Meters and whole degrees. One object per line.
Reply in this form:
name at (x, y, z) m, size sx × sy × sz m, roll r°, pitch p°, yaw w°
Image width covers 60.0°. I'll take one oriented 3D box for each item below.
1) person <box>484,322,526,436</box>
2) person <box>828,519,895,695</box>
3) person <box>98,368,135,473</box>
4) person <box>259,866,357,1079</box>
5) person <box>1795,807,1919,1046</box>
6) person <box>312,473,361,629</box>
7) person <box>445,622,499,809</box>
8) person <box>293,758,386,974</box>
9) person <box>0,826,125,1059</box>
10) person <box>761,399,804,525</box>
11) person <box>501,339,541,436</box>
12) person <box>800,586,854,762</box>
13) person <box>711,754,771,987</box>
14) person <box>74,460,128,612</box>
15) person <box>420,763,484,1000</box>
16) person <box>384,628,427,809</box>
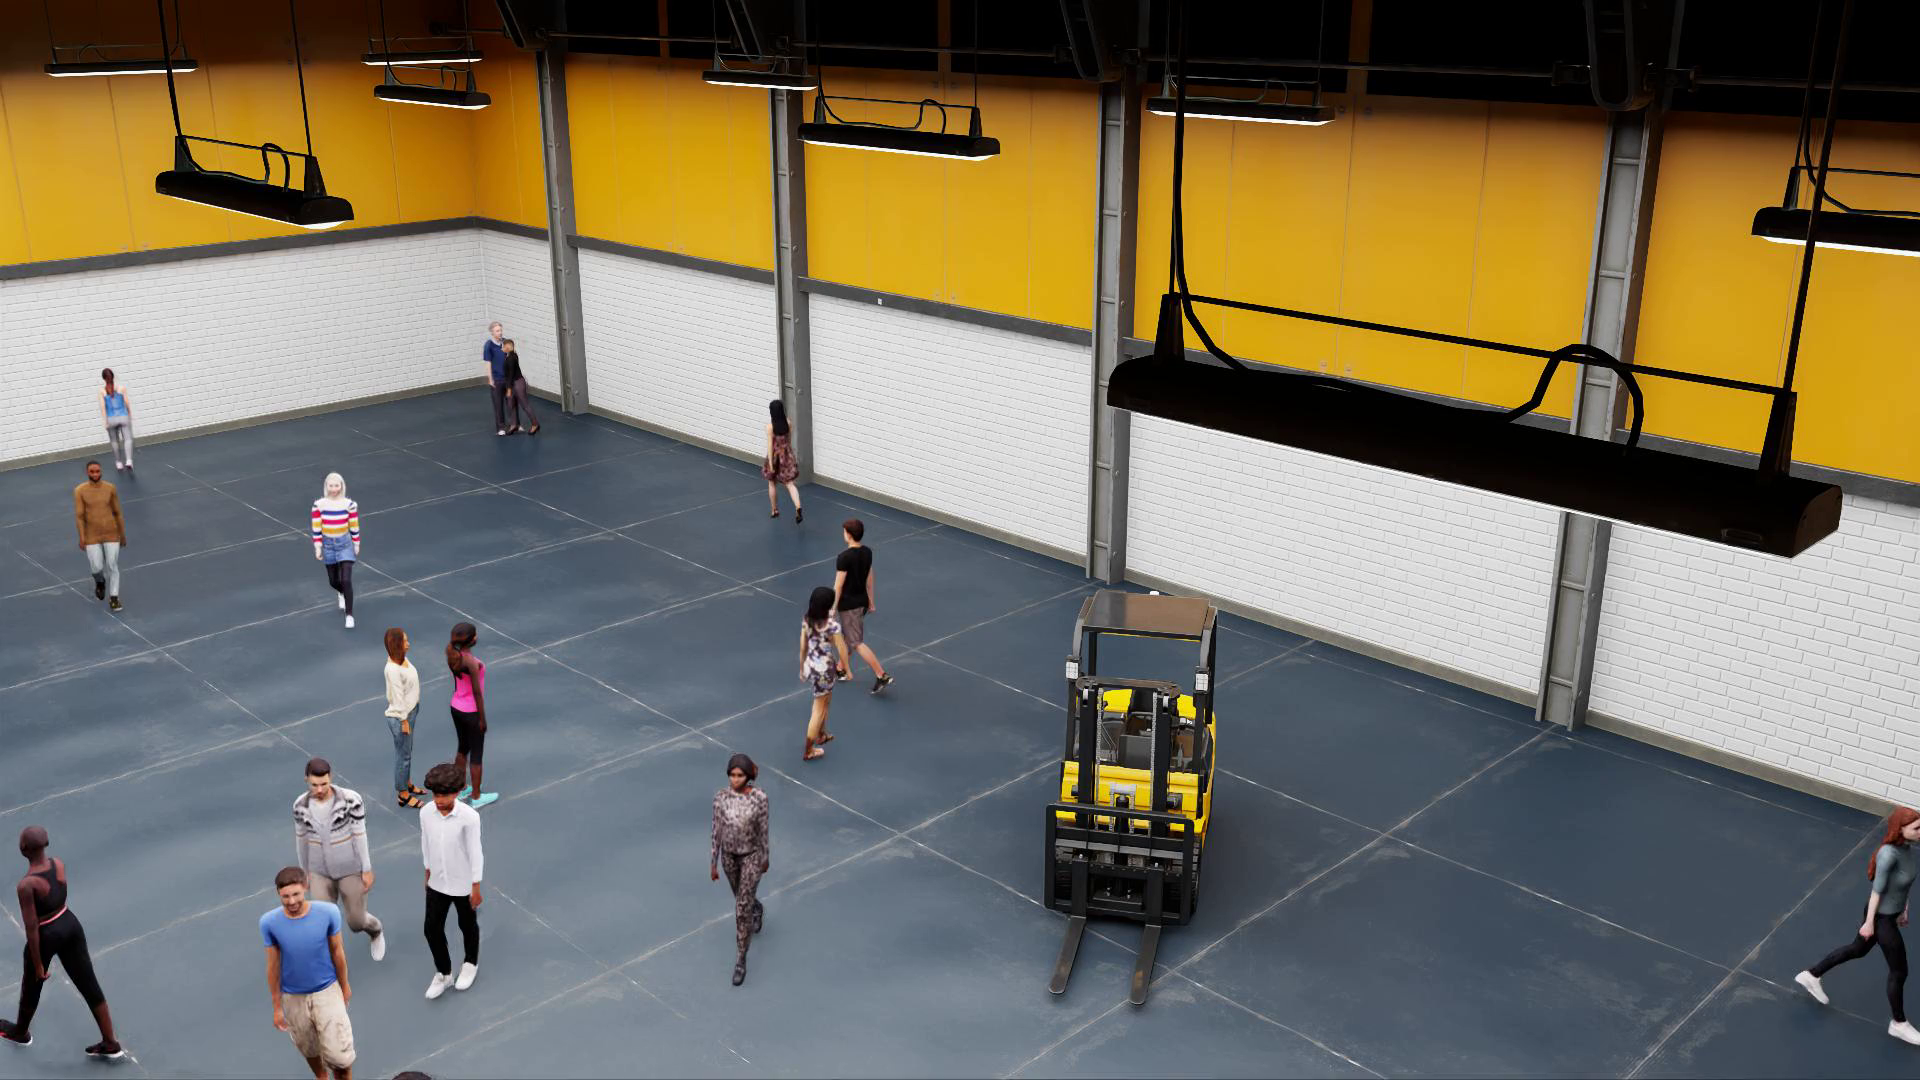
person at (-7.524, -2.642, 27.146) m, size 0.716 × 1.866 × 0.582 m, roll -15°, pitch 24°, yaw -38°
person at (-1.044, 0.705, 17.255) m, size 1.280 × 1.835 × 0.873 m, roll 10°, pitch 21°, yaw 28°
person at (-12.661, -1.790, 25.043) m, size 0.758 × 1.593 × 0.995 m, roll -9°, pitch 21°, yaw -26°
person at (-4.204, 2.877, 10.791) m, size 0.866 × 1.844 × 0.945 m, roll -5°, pitch 19°, yaw -13°
person at (6.405, 2.644, 11.700) m, size 0.591 × 1.706 × 1.129 m, roll -17°, pitch 25°, yaw -41°
person at (-7.167, 0.086, 19.170) m, size 0.997 × 1.786 × 1.153 m, roll -4°, pitch 19°, yaw -13°
person at (-4.424, 1.550, 14.925) m, size 0.474 × 1.721 × 0.604 m, roll 17°, pitch 25°, yaw 41°
person at (-4.554, 2.388, 12.265) m, size 0.961 × 1.830 × 1.022 m, roll 0°, pitch 19°, yaw -1°
person at (-6.044, 2.775, 11.310) m, size 1.267 × 1.706 × 1.012 m, roll 4°, pitch 19°, yaw 13°
person at (-2.373, -1.012, 22.494) m, size 0.777 × 1.746 × 1.190 m, roll -12°, pitch 22°, yaw -31°
person at (-7.094, -2.462, 26.988) m, size 0.874 × 1.626 × 0.852 m, roll -3°, pitch 19°, yaw -9°
person at (-1.365, 1.295, 15.700) m, size 0.716 × 1.710 × 0.711 m, roll 14°, pitch 23°, yaw 35°
person at (-1.629, 2.382, 12.532) m, size 1.144 × 1.672 × 1.107 m, roll 2°, pitch 19°, yaw 7°
person at (-10.139, -0.070, 19.603) m, size 0.724 × 1.806 × 0.855 m, roll -14°, pitch 23°, yaw -35°
person at (-3.679, 2.431, 12.191) m, size 0.834 × 1.798 × 0.897 m, roll 3°, pitch 19°, yaw 10°
person at (-5.008, 1.572, 14.923) m, size 0.767 × 1.682 × 0.665 m, roll -4°, pitch 19°, yaw -10°
